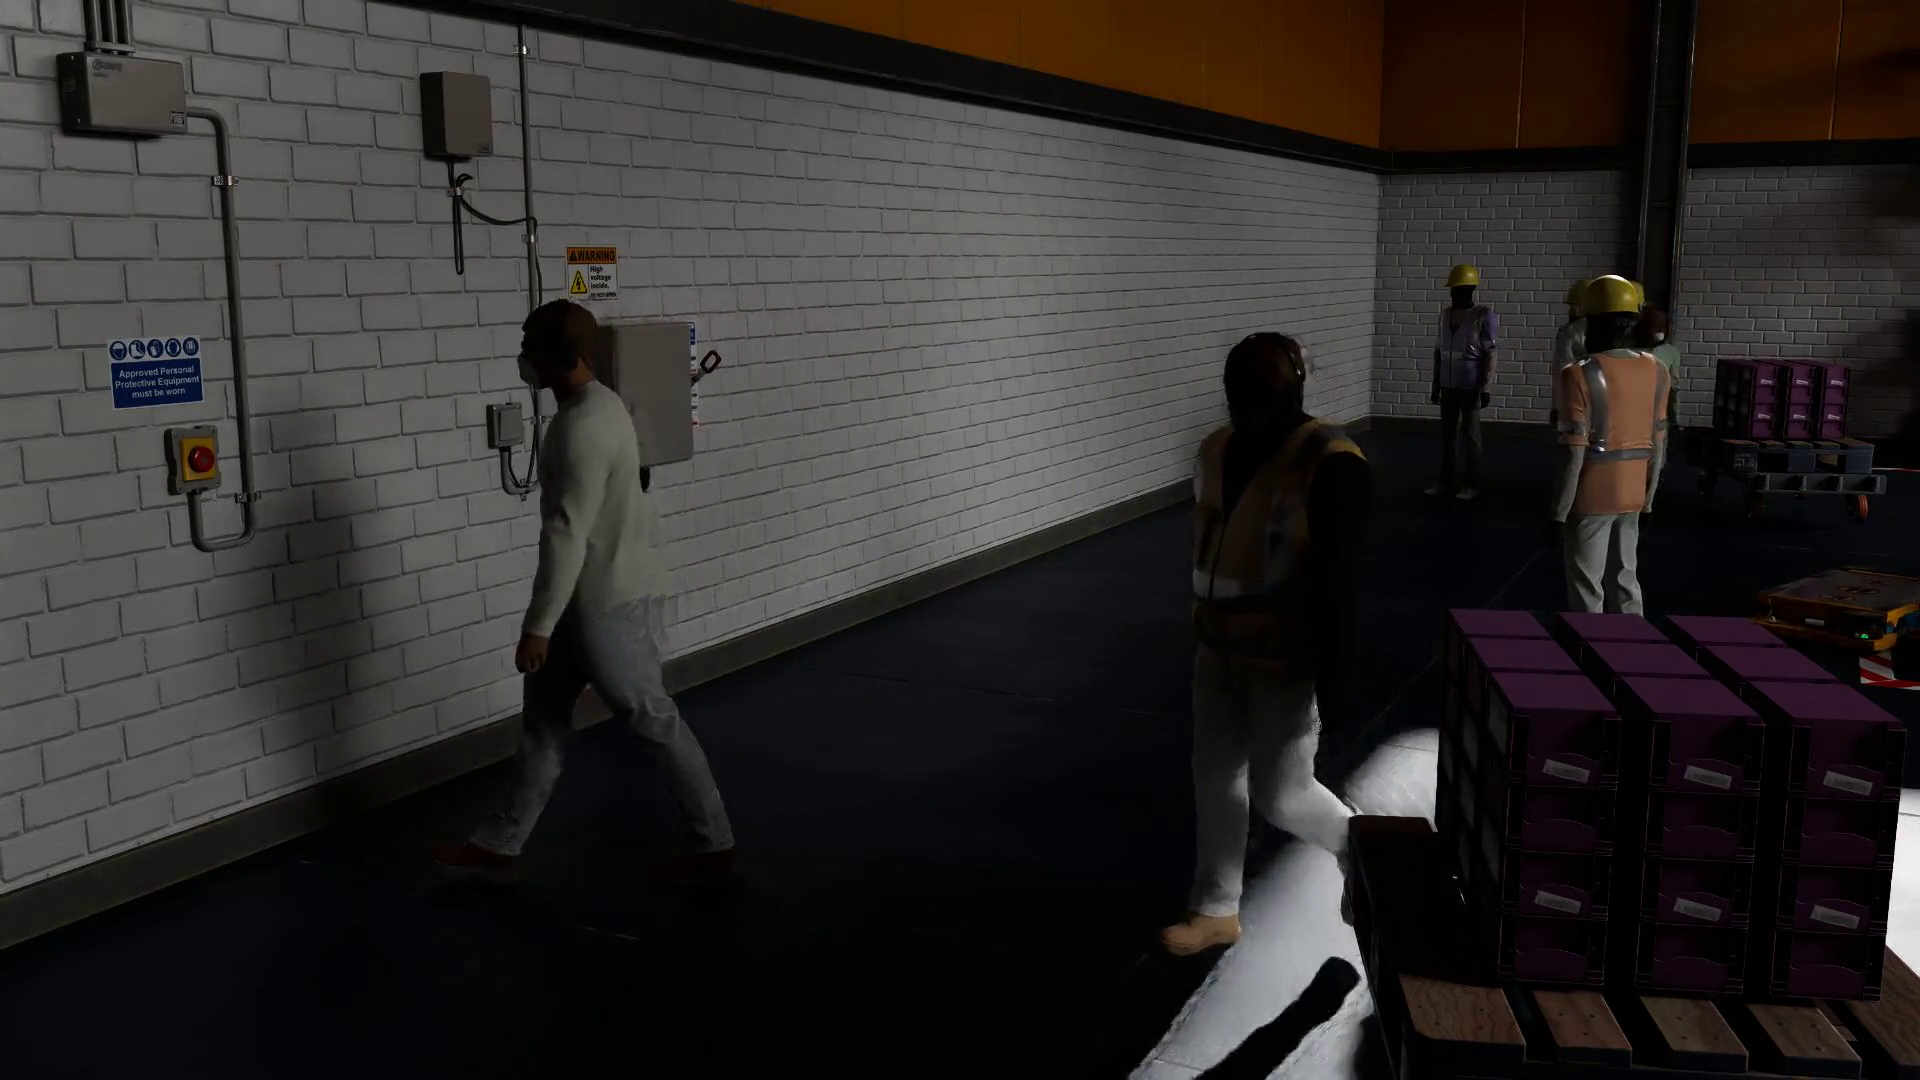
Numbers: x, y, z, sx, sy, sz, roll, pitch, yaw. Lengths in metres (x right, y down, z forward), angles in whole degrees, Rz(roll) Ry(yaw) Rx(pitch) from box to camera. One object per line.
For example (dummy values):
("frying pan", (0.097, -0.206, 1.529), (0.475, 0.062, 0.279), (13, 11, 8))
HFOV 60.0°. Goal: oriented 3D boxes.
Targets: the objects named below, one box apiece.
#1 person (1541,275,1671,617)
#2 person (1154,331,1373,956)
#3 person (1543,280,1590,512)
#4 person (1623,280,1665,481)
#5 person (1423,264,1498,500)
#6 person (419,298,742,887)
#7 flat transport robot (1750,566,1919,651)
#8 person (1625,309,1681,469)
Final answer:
("person", (2.777, -0.177, 7.230), (0.594, 1.925, 0.377), (-5, 11, -25))
("person", (0.929, 0.314, 4.711), (0.607, 1.814, 0.666), (-6, 12, -31))
("person", (4.738, -1.066, 12.715), (0.618, 1.814, 0.448), (-5, 11, -28))
("person", (5.619, -1.268, 13.915), (0.755, 1.807, 0.599), (-7, 12, -36))
("person", (4.118, -1.294, 13.693), (0.373, 1.925, 0.595), (-6, 12, -32))
("person", (-1.173, 0.196, 5.211), (1.010, 1.890, 0.639), (-2, 10, -12))
("flat transport robot", (4.853, 0.351, 8.961), (1.431, 0.197, 0.652), (-9, 13, -41))
("person", (5.101, -0.926, 12.459), (0.513, 1.617, 0.524), (-1, 10, -7))
